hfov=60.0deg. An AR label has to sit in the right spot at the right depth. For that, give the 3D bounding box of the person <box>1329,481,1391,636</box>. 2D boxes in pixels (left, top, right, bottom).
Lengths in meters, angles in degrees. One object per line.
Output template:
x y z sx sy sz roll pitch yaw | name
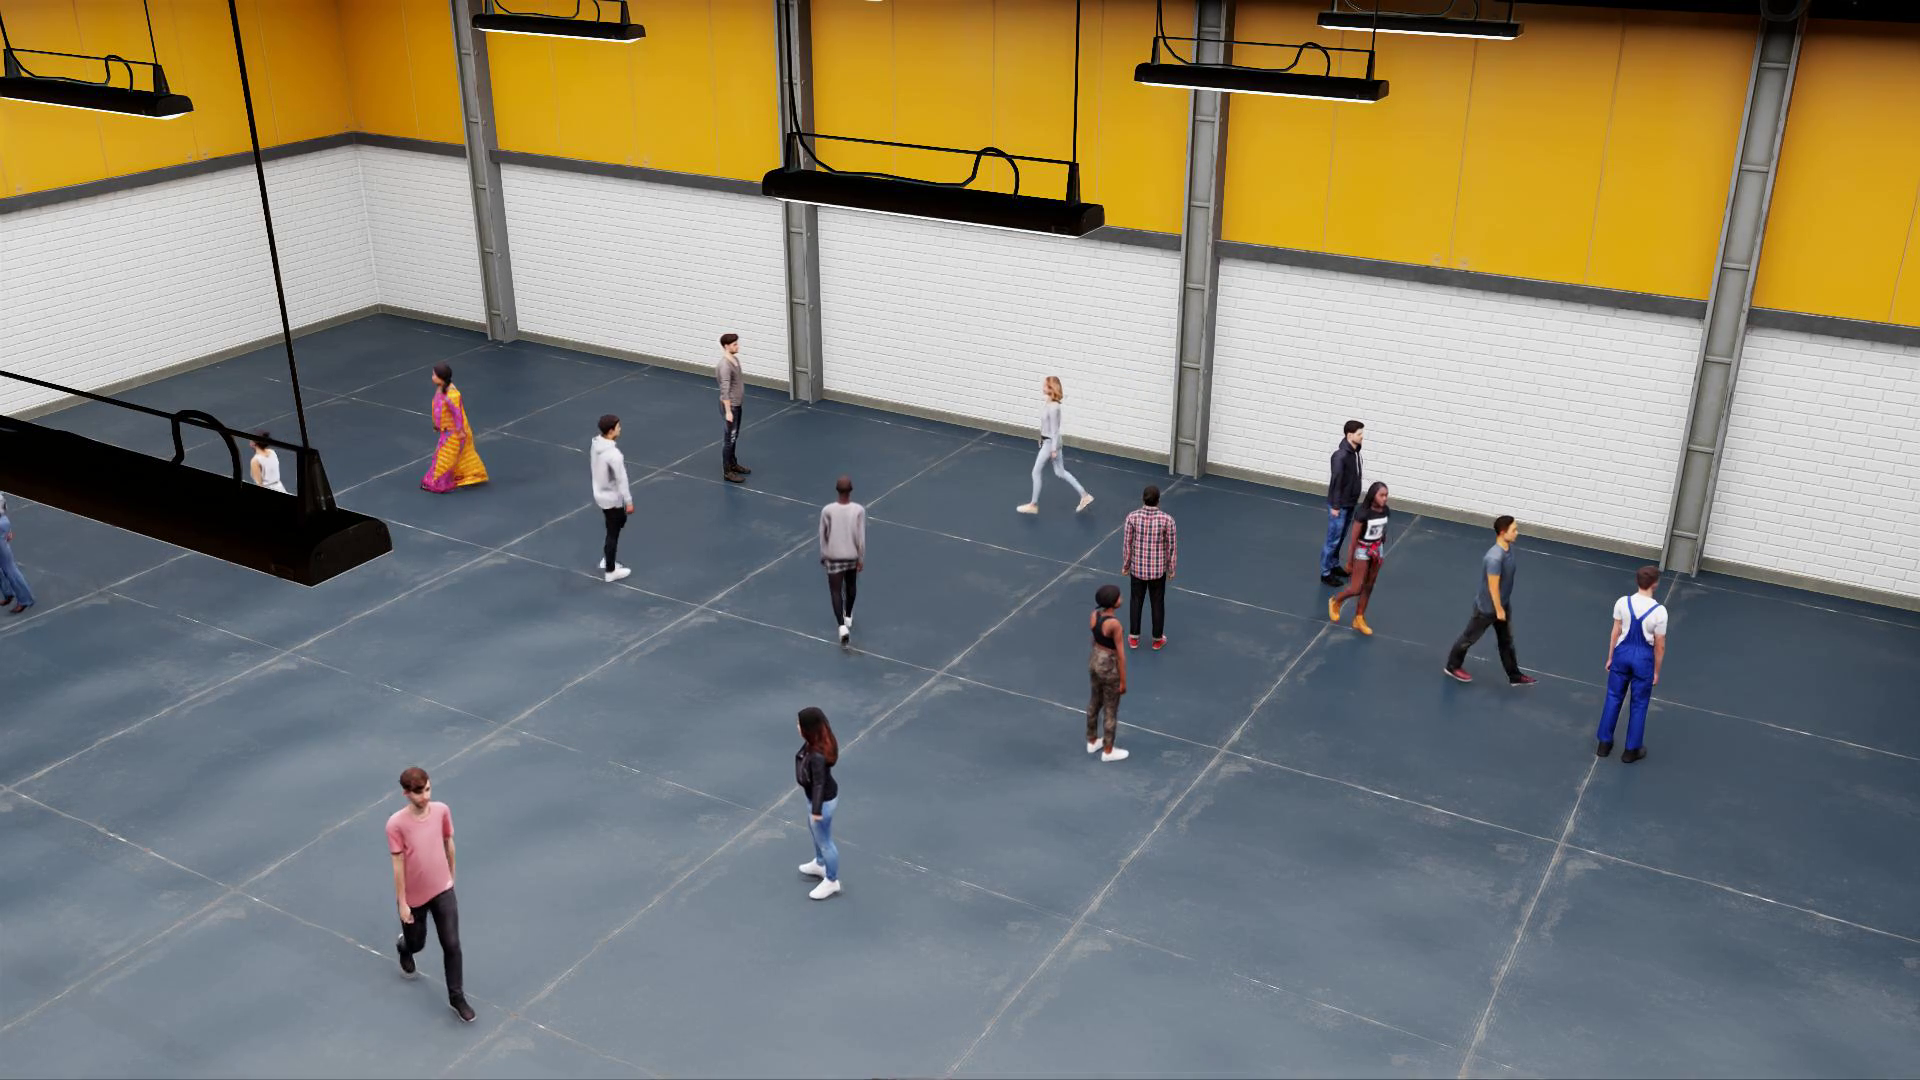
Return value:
4.118 0.155 17.109 0.790 1.706 0.898 -14 27 -28 | person

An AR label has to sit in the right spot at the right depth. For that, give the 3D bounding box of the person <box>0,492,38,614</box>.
-10.019 -0.053 17.492 0.851 1.780 0.782 -9 25 -21 | person

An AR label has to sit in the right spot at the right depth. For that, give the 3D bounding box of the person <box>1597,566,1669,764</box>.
5.984 1.090 14.793 0.554 1.848 0.717 17 29 34 | person

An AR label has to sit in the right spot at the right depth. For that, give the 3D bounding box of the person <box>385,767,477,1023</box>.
-3.779 2.427 11.626 0.896 1.935 1.187 -19 30 -36 | person

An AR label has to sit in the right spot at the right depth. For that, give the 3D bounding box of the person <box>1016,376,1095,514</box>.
1.184 -1.111 19.936 1.239 1.762 0.913 3 24 6 | person

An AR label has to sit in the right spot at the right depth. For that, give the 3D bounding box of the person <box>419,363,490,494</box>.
-6.288 -1.427 20.802 1.086 1.647 1.130 -10 26 -23 | person

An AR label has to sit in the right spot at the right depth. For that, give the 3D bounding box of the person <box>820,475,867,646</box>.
-1.191 0.213 16.921 1.126 1.749 1.120 -4 24 -8 | person

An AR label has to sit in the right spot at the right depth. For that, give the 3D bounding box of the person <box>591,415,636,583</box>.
-3.916 -0.435 18.199 0.863 1.914 0.719 -19 30 -36 | person

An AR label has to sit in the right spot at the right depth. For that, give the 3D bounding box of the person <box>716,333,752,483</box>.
-2.906 -1.705 21.117 0.711 1.903 0.756 3 24 7 | person

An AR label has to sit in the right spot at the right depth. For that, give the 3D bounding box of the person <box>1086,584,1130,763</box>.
1.290 1.165 14.804 0.715 1.702 0.607 -16 28 -31 | person

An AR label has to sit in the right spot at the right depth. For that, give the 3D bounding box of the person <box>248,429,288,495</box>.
-7.686 -0.462 18.709 1.102 1.555 0.706 8 25 18 | person

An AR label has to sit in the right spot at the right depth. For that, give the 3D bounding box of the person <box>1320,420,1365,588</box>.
4.184 -0.432 18.218 0.586 1.892 0.686 15 28 31 | person

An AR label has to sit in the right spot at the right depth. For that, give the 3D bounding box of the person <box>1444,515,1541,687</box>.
5.030 0.593 16.021 1.153 1.775 0.766 18 29 35 | person

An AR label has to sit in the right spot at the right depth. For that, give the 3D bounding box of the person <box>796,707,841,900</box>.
-1.066 2.011 12.957 0.762 1.631 0.760 0 24 0 | person

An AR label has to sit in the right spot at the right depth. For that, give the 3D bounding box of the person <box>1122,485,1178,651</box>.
1.902 0.266 16.786 0.647 1.761 0.829 4 24 9 | person
